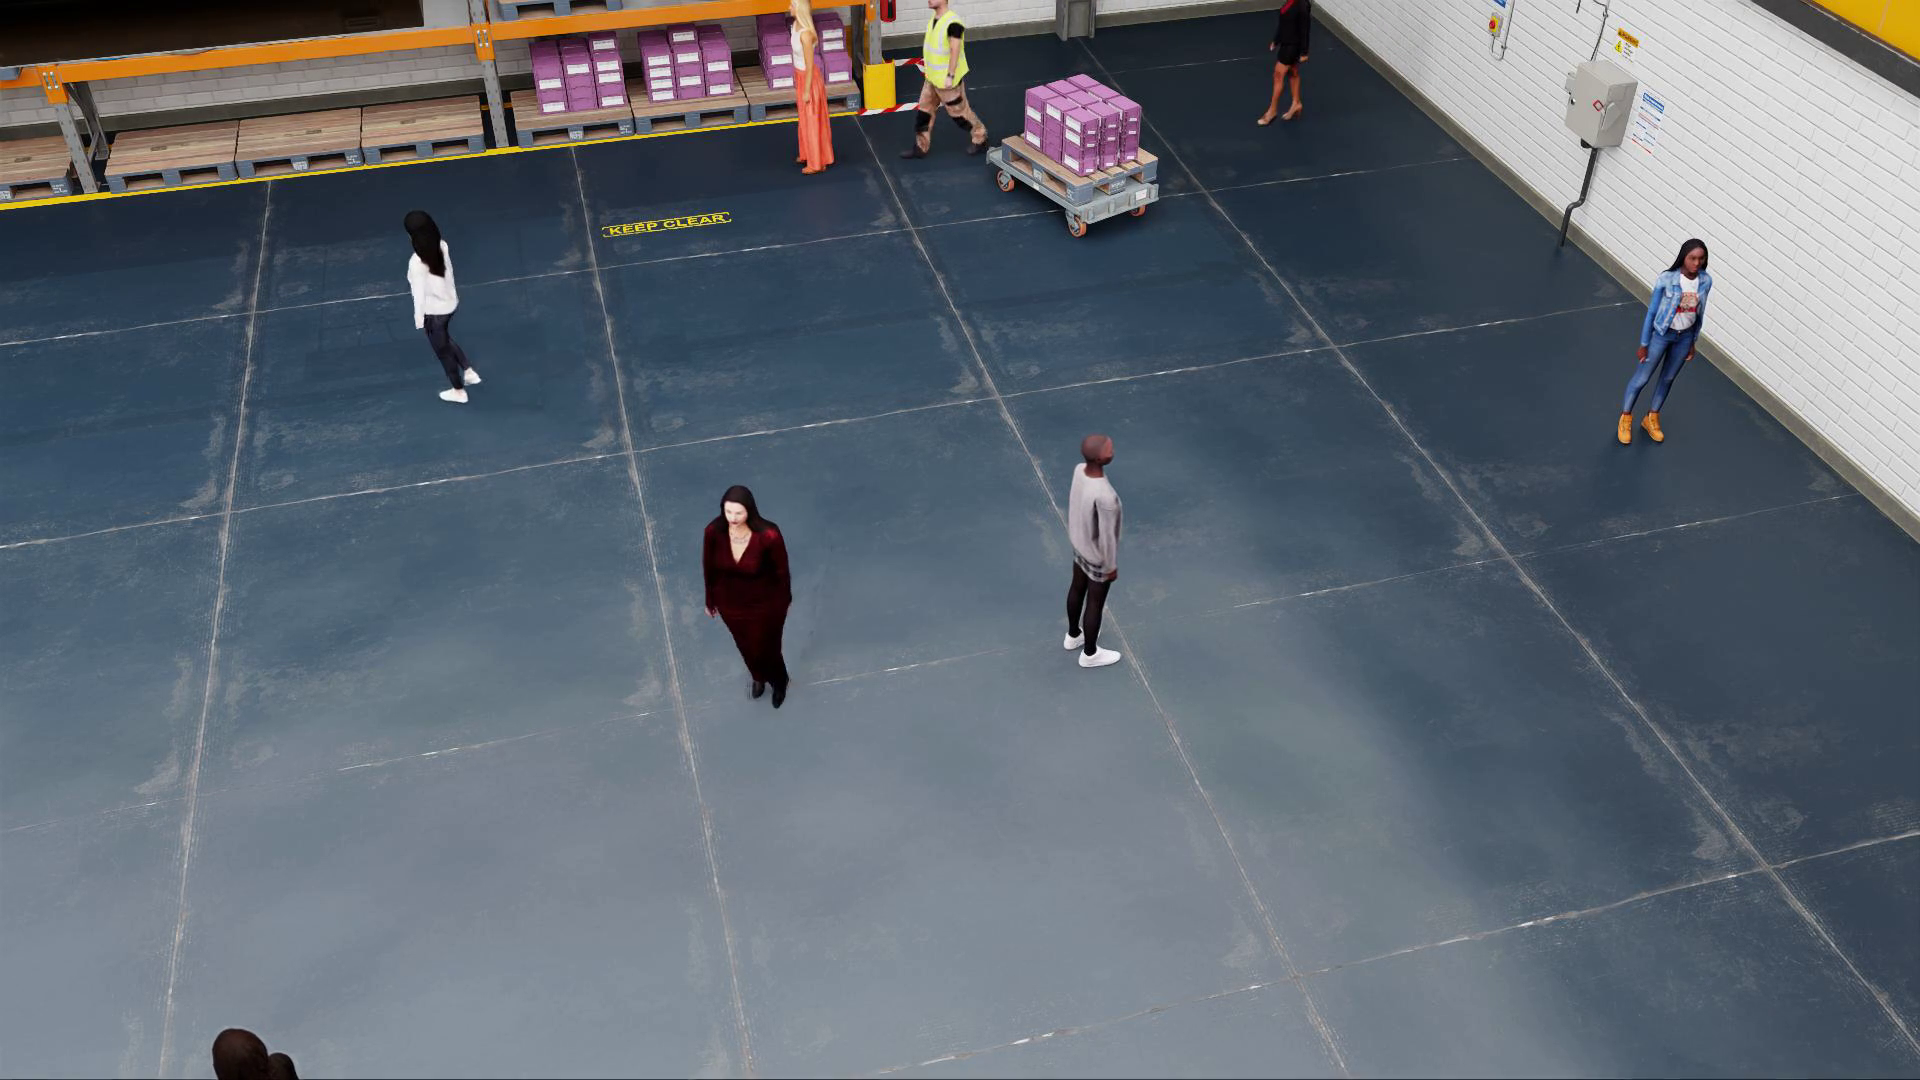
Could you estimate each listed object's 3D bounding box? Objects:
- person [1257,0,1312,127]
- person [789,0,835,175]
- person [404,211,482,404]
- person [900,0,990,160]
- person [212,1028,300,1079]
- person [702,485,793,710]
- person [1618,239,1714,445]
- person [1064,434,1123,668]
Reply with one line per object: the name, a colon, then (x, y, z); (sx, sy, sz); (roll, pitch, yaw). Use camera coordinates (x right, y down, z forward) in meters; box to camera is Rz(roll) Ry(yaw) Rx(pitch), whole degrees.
person: (3.516, -5.111, 17.295); (0.778, 1.620, 0.602); (-5, 39, -6)
person: (-1.494, -4.490, 16.373); (0.558, 1.801, 0.617); (-9, 40, -11)
person: (-4.033, -1.802, 13.094); (0.736, 1.693, 0.716); (8, 39, 10)
person: (-0.087, -4.656, 16.570); (1.247, 1.813, 0.904); (-20, 43, -24)
person: (-3.019, 2.731, 7.458); (0.686, 1.642, 0.650); (14, 41, 17)
person: (-1.280, 0.301, 10.418); (0.842, 1.745, 0.903); (11, 40, 13)
person: (5.414, -1.530, 12.736); (0.509, 1.713, 0.698); (-3, 39, -4)
person: (0.840, 0.057, 10.702); (0.575, 1.771, 0.643); (-15, 41, -18)
